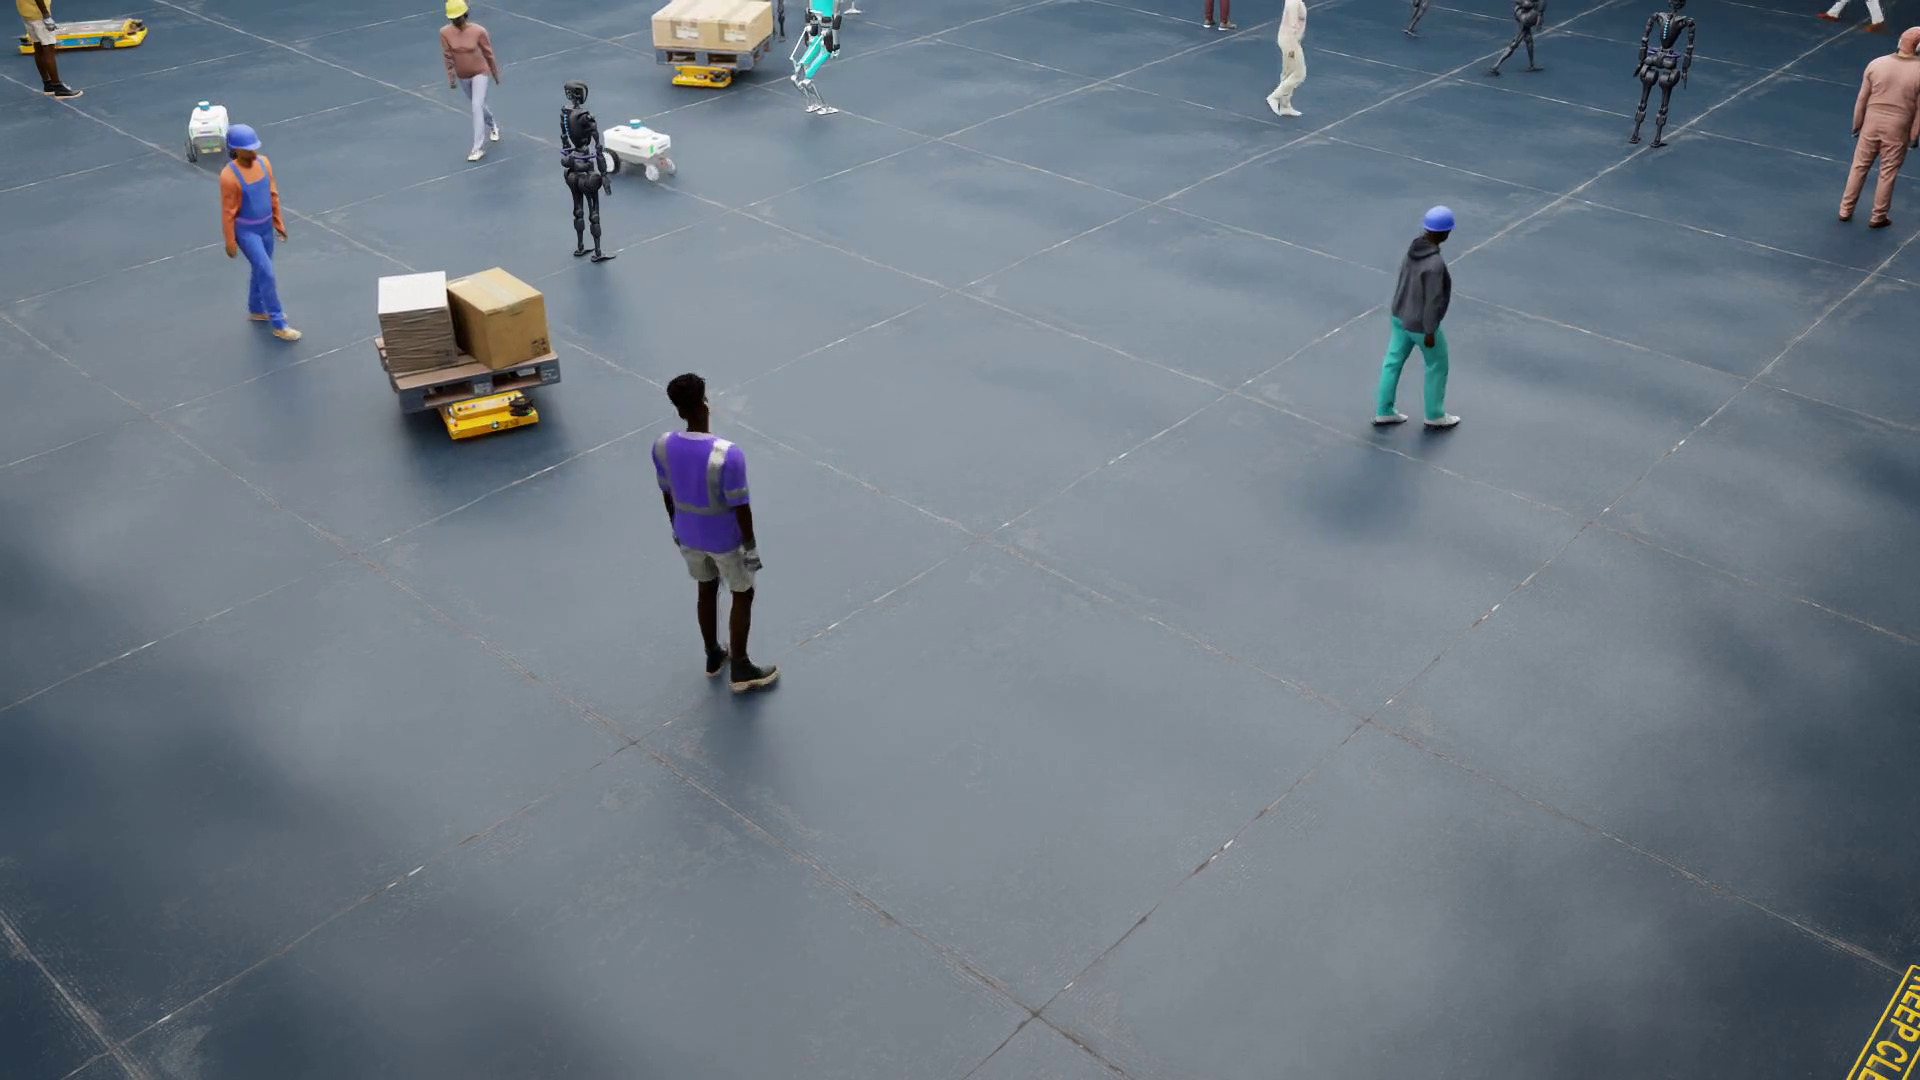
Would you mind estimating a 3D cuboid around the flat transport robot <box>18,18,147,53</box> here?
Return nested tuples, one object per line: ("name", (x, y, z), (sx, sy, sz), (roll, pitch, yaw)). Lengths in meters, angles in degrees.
("flat transport robot", (-11.476, -6.600, 21.782), (1.431, 0.231, 0.659), (-8, 33, -12))

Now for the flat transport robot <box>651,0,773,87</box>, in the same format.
("flat transport robot", (-3.025, -5.928, 20.699), (0.659, 0.231, 1.431), (6, 32, 10))

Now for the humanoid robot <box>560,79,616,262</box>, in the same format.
("humanoid robot", (-3.465, -3.412, 15.304), (0.599, 1.653, 0.315), (26, 40, 35))

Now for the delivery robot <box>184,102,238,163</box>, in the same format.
("delivery robot", (-8.133, -4.449, 18.026), (0.499, 0.573, 0.759), (-9, 33, -15))

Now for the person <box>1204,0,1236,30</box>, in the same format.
("person", (3.498, -7.745, 22.168), (0.538, 1.806, 0.380), (27, 41, 36))

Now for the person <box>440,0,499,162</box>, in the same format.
("person", (-5.216, -5.031, 17.893), (0.523, 1.700, 0.905), (5, 32, 8))

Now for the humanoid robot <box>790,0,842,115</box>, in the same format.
("humanoid robot", (-1.676, -5.610, 18.669), (0.533, 1.677, 0.735), (26, 40, 35))

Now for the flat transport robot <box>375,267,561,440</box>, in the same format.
("flat transport robot", (-3.853, -1.224, 13.126), (0.659, 0.231, 1.431), (-15, 35, -23))

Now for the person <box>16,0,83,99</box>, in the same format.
("person", (-10.817, -6.180, 19.507), (0.600, 1.958, 0.384), (27, 41, 36))

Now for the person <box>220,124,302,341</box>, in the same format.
("person", (-5.907, -2.588, 13.836), (0.718, 1.849, 0.525), (13, 34, 20))

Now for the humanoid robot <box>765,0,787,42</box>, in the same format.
("humanoid robot", (-2.428, -7.346, 21.650), (0.602, 1.645, 0.424), (2, 32, 3))

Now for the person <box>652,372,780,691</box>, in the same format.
("person", (-1.424, -0.033, 9.647), (0.744, 1.922, 0.413), (16, 35, 24))

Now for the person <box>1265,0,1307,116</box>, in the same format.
("person", (3.787, -5.621, 18.851), (0.379, 1.684, 0.497), (6, 32, 9))

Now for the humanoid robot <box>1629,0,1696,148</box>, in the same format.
("humanoid robot", (7.625, -5.137, 18.083), (0.599, 1.653, 0.315), (26, 40, 35))

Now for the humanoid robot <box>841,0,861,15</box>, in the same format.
("humanoid robot", (-1.598, -7.845, 22.374), (0.980, 1.724, 0.561), (-2, 32, -4))

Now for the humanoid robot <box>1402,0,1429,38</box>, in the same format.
("humanoid robot", (6.067, -7.475, 21.862), (0.457, 1.647, 0.607), (-6, 32, -10))

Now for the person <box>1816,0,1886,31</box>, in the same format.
("person", (12.149, -7.757, 22.211), (0.504, 1.793, 0.957), (-24, 39, -34))

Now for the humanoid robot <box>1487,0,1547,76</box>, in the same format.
("humanoid robot", (6.931, -6.518, 20.374), (0.824, 1.628, 0.601), (-5, 32, -8))

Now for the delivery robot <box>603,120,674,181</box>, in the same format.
("delivery robot", (-3.408, -4.128, 17.529), (0.789, 0.593, 0.499), (18, 36, 26))

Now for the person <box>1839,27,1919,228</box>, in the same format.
("person", (8.918, -3.959, 15.985), (0.636, 1.901, 0.406), (27, 41, 36))

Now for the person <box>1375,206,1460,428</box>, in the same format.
("person", (3.526, -1.649, 12.391), (0.727, 1.749, 0.568), (-8, 33, -13))
